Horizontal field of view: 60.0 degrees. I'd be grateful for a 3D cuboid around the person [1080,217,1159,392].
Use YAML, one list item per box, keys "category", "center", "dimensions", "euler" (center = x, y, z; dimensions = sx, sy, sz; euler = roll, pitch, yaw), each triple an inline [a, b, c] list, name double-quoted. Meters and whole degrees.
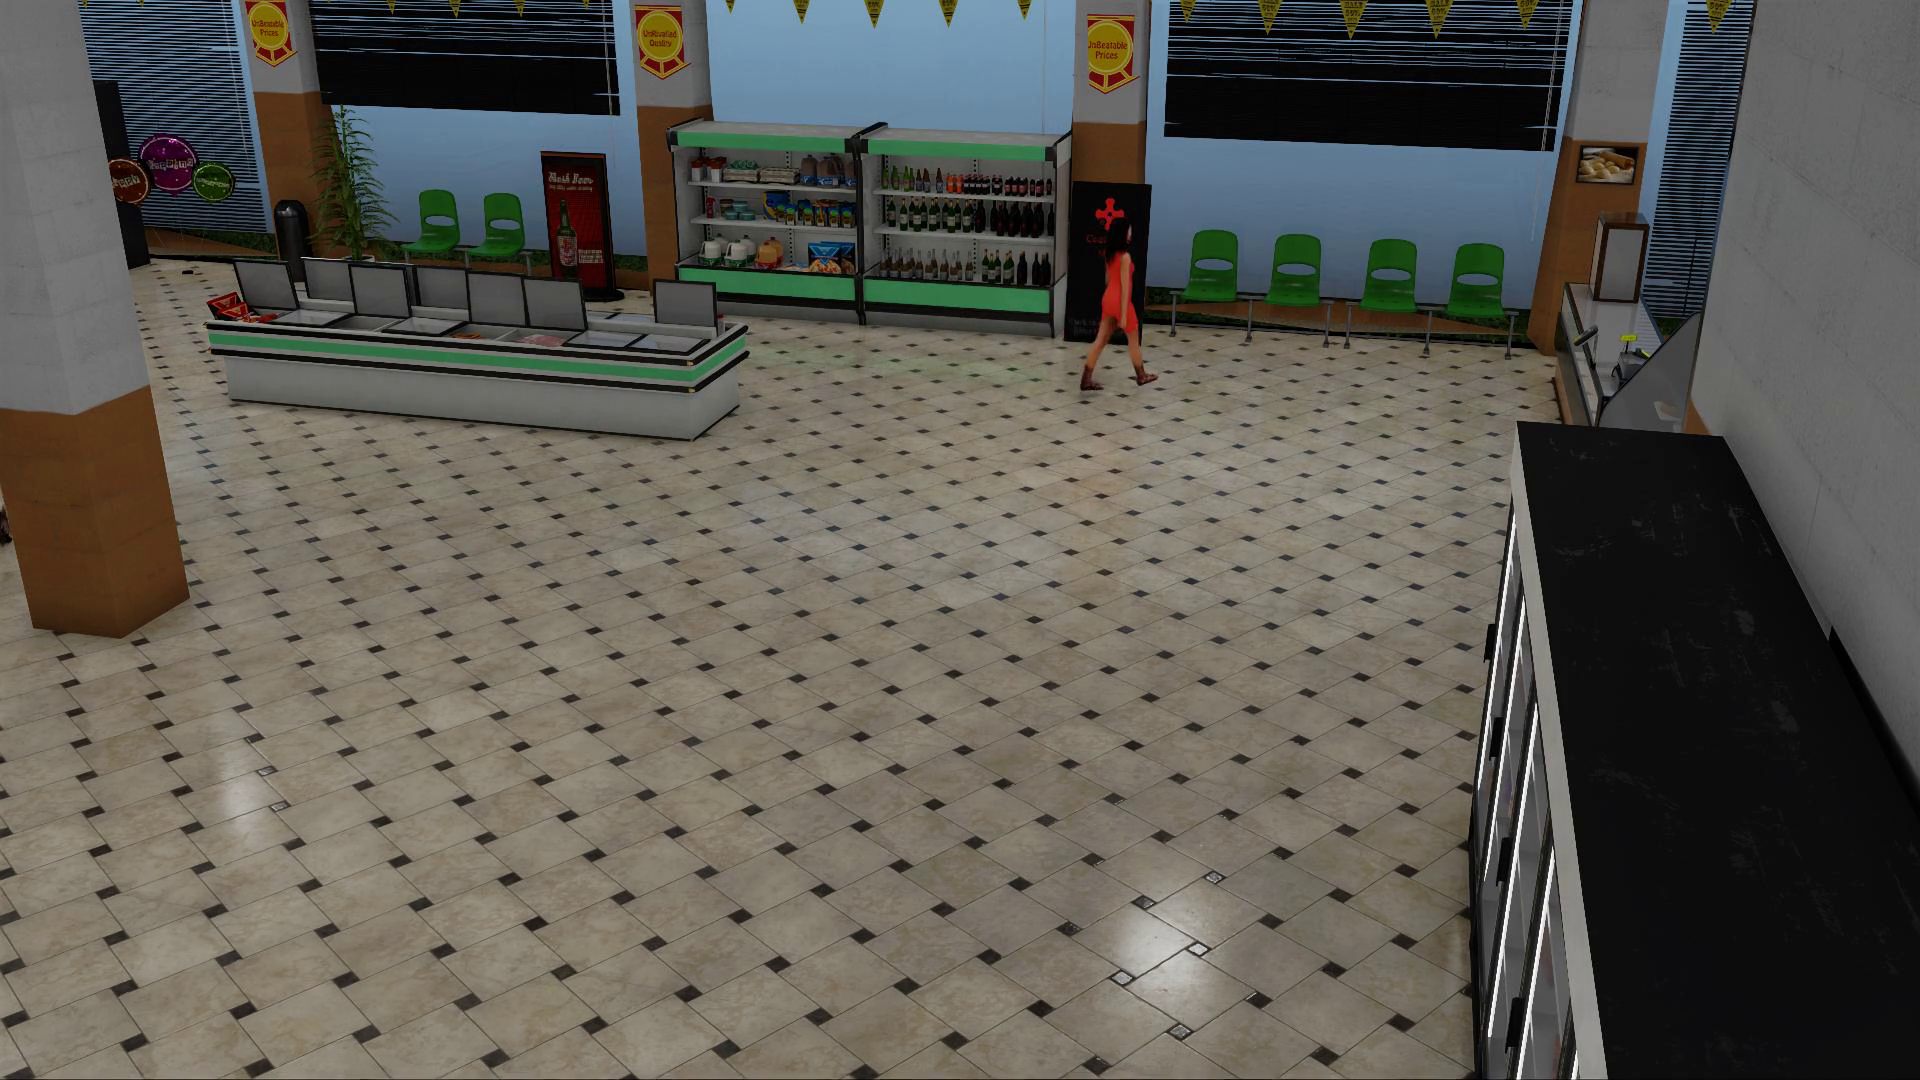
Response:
- category: "person"
  center: [1.424, -2.192, 15.876]
  dimensions: [1.148, 1.670, 1.093]
  euler: [-12, 25, -27]
